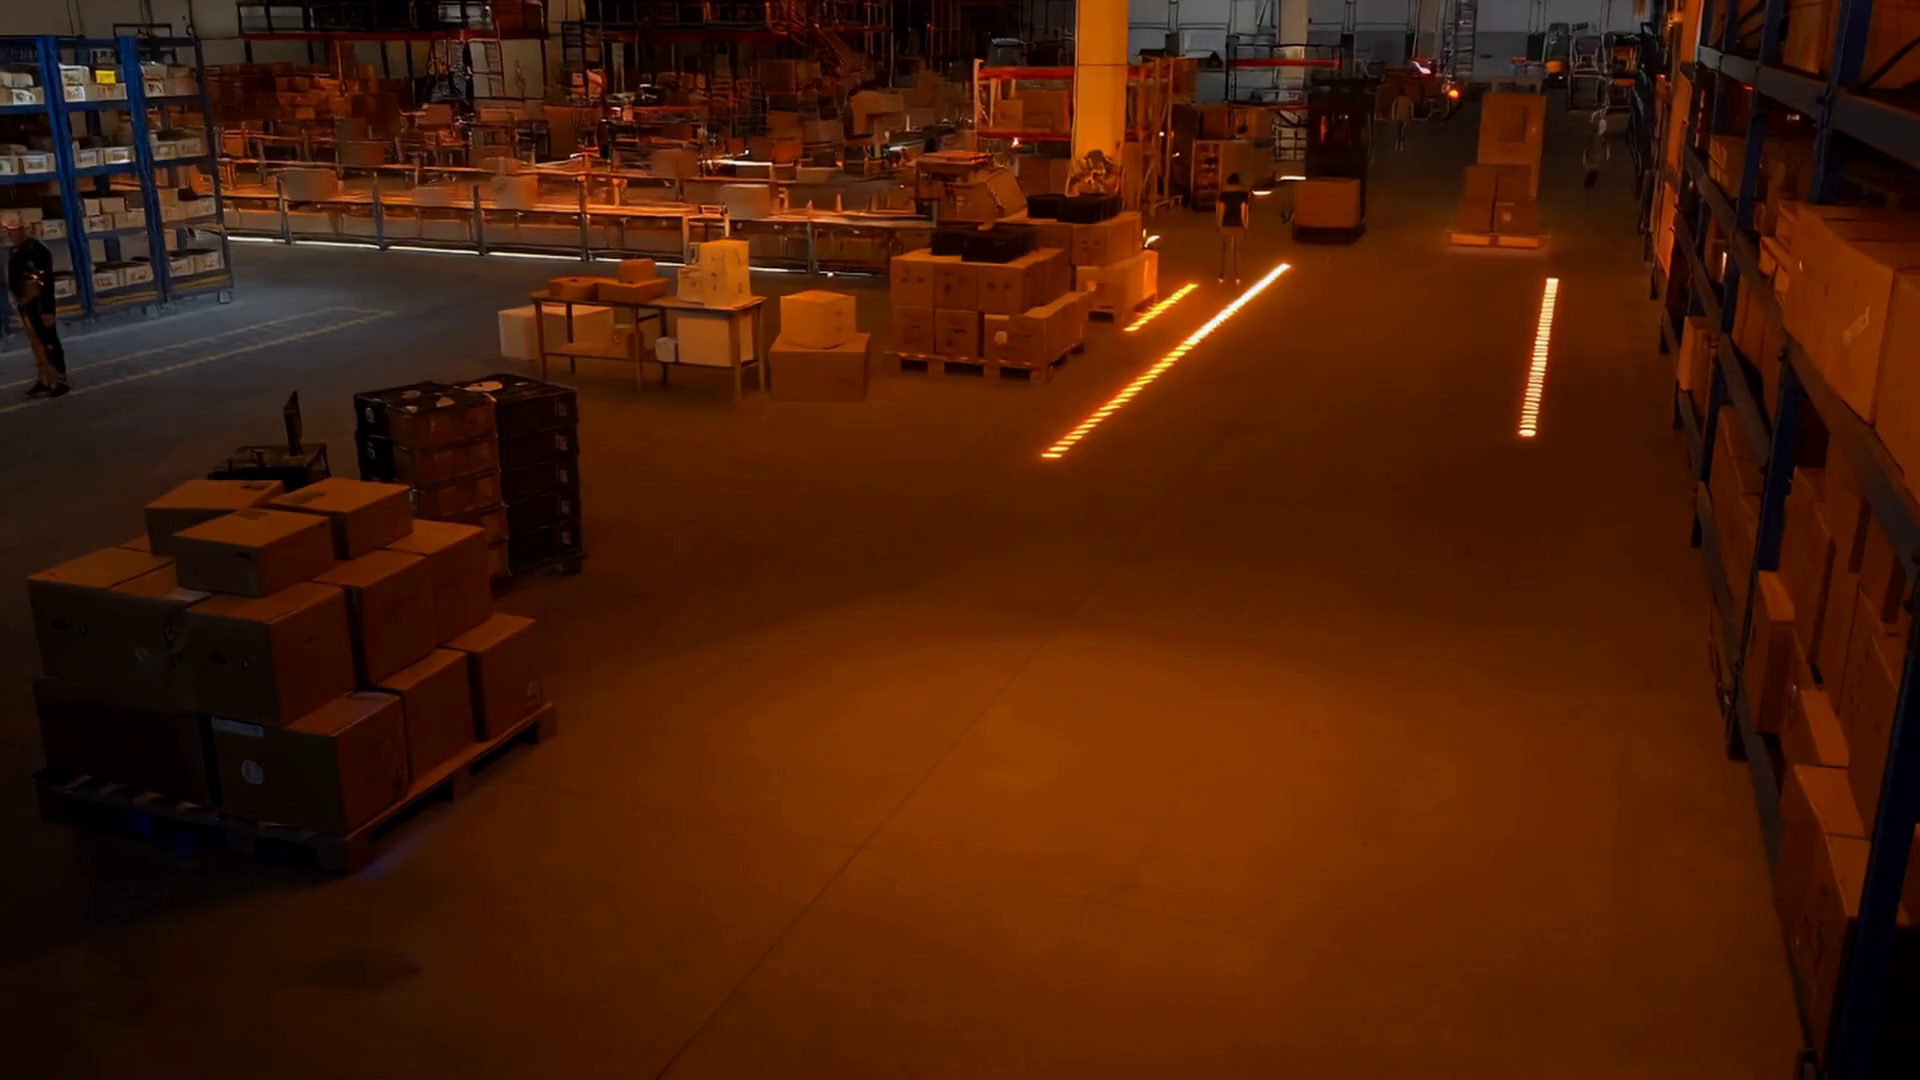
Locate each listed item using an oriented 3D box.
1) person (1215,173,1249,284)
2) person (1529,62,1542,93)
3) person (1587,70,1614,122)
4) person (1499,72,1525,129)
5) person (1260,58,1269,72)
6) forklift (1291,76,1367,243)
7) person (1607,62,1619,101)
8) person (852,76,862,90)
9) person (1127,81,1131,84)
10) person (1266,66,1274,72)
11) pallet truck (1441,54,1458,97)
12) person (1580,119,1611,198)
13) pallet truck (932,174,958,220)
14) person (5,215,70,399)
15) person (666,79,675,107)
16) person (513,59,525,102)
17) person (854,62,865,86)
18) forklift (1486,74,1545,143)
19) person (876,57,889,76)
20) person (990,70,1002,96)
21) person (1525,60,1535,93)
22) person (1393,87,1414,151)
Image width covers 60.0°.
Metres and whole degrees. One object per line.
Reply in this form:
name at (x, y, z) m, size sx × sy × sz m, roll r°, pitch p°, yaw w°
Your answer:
person at (4.034, -4.625, 24.710) m, size 0.498 × 1.634 × 0.280 m, roll 3°, pitch 18°, yaw 11°
person at (25.906, -20.627, 74.844) m, size 0.533 × 1.733 × 0.867 m, roll 10°, pitch 20°, yaw 28°
person at (22.992, -15.884, 59.661) m, size 0.721 × 1.909 × 0.552 m, roll 3°, pitch 18°, yaw 11°
person at (19.115, -15.140, 57.333) m, size 0.973 × 1.887 × 0.567 m, roll 0°, pitch 18°, yaw 1°
person at (13.859, -21.091, 75.996) m, size 0.536 × 1.908 × 0.616 m, roll 13°, pitch 22°, yaw 36°
forklift at (6.598, -6.755, 29.381) m, size 1.129 × 2.768 × 1.873 m, roll 6°, pitch 19°, yaw 19°
person at (29.325, -20.541, 74.554) m, size 0.474 × 1.724 × 0.491 m, roll 7°, pitch 19°, yaw 20°
person at (-3.488, -14.807, 56.401) m, size 0.938 × 1.811 × 0.681 m, roll -16°, pitch 24°, yaw -41°
person at (9.261, -26.344, 92.540) m, size 0.583 × 1.883 × 0.985 m, roll -12°, pitch 21°, yaw -33°
person at (13.706, -20.446, 74.183) m, size 0.995 × 1.779 × 0.624 m, roll 1°, pitch 18°, yaw 2°
pallet truck at (22.765, -21.886, 78.355) m, size 0.823 × 1.965 × 1.885 m, roll -4°, pitch 18°, yaw -14°
person at (13.797, -8.263, 36.055) m, size 0.535 × 1.678 × 0.438 m, roll -1°, pitch 18°, yaw -3°
pallet truck at (-0.507, -5.292, 27.348) m, size 0.653 × 1.274 × 1.630 m, roll 6°, pitch 19°, yaw 19°
person at (-9.689, -2.426, 17.384) m, size 0.663 × 1.915 × 0.407 m, roll 13°, pitch 22°, yaw 36°
person at (-9.593, -14.432, 55.311) m, size 0.308 × 1.769 × 0.524 m, roll -2°, pitch 18°, yaw -6°
person at (-19.758, -20.532, 74.317) m, size 0.707 × 1.855 × 0.628 m, roll 11°, pitch 21°, yaw 31°
person at (-3.918, -17.431, 64.323) m, size 0.473 × 2.020 × 0.628 m, roll 10°, pitch 20°, yaw 28°
forklift at (10.010, -7.036, 30.262) m, size 1.129 × 2.768 × 1.873 m, roll 6°, pitch 19°, yaw 19°
person at (-3.677, -22.053, 79.154) m, size 0.642 × 1.829 × 0.580 m, roll 1°, pitch 18°, yaw 3°
person at (1.454, -18.703, 68.642) m, size 0.807 × 1.820 × 0.595 m, roll -8°, pitch 19°, yaw -22°
person at (27.109, -21.962, 79.084) m, size 0.533 × 1.696 × 0.318 m, roll 12°, pitch 21°, yaw 33°
person at (12.895, -12.257, 48.436) m, size 0.583 × 1.803 × 0.894 m, roll 6°, pitch 18°, yaw 17°
